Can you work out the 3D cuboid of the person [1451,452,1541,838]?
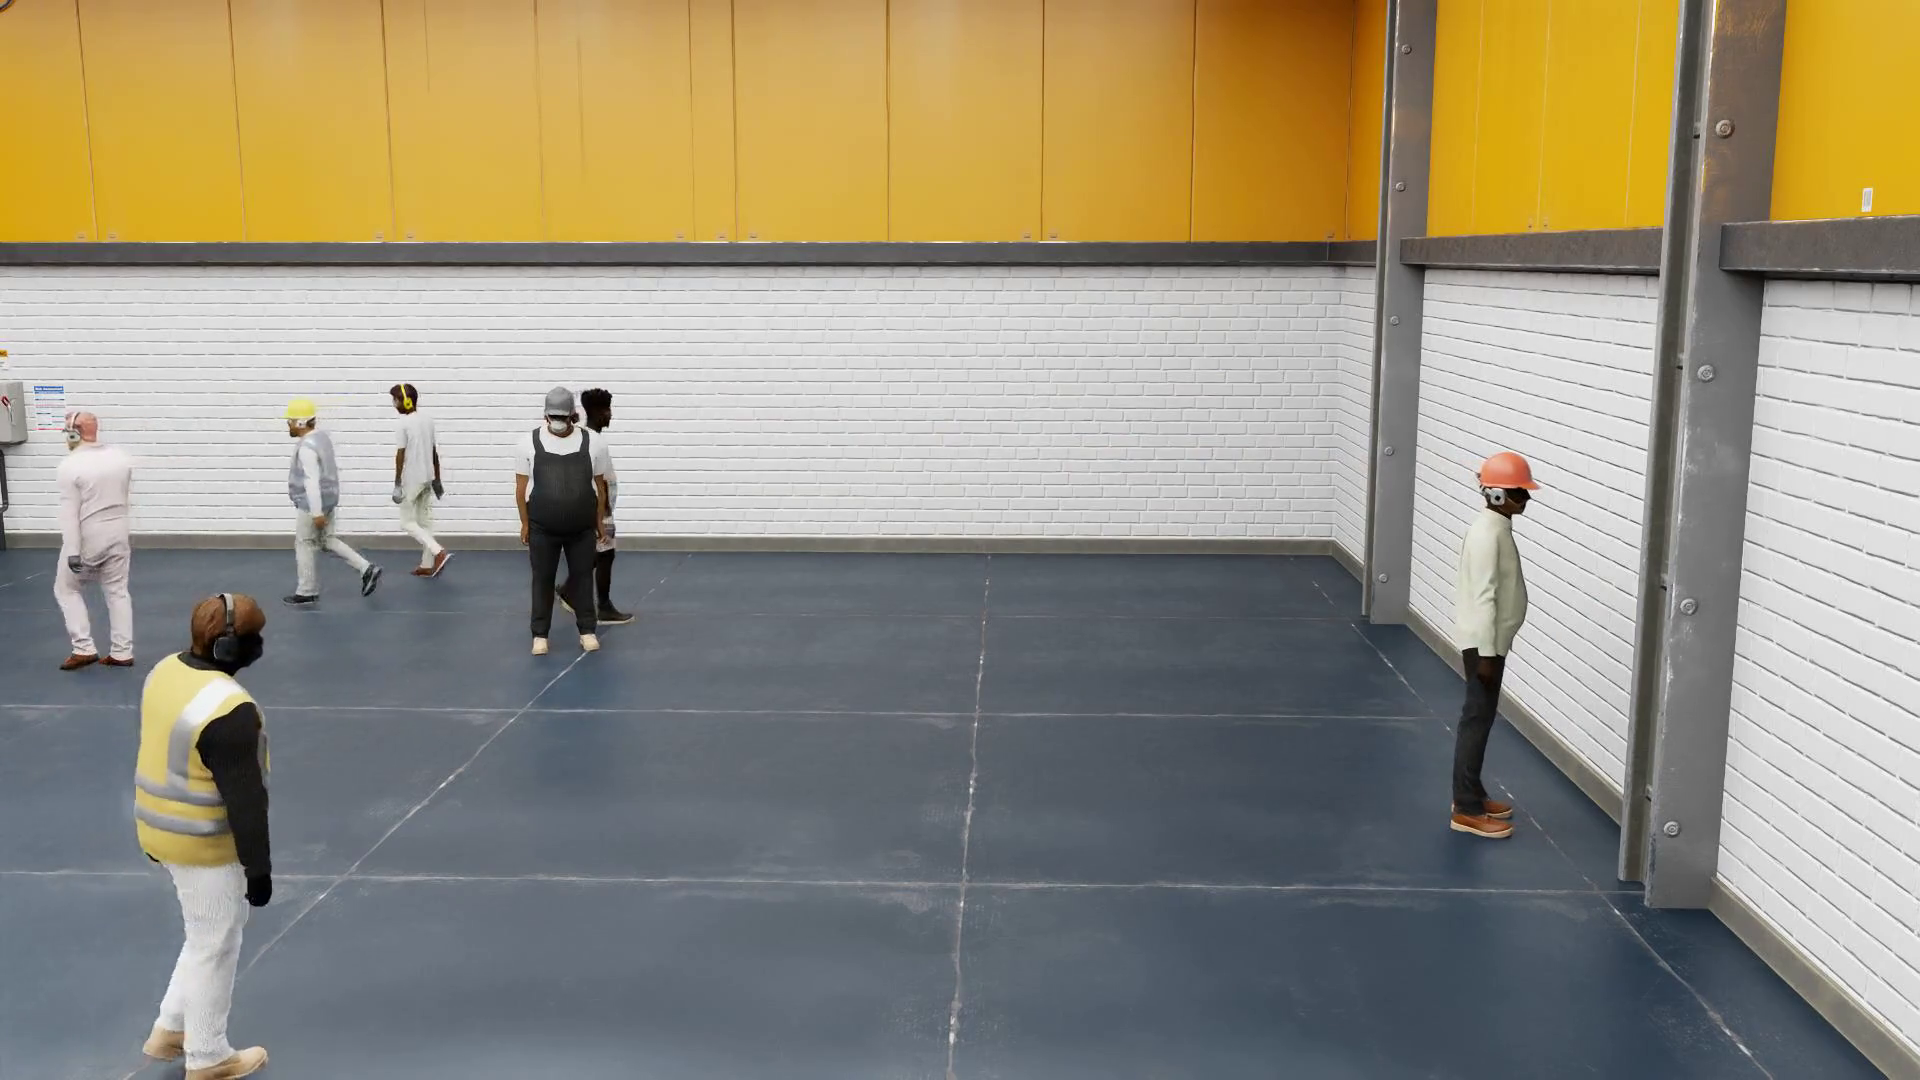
[{"bbox_3d":[2.776,0.530,8.668,0.396,1.992,0.622,4,10,20],"label":"person"}]

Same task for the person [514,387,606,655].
[{"bbox_3d":[-2.989,-0.155,12.545,0.674,2.000,0.535,-3,10,-20],"label":"person"}]

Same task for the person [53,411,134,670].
[{"bbox_3d":[-6.320,0.007,12.065,0.581,1.890,0.647,4,10,21],"label":"person"}]

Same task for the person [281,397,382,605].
[{"bbox_3d":[-5.445,-0.334,14.270,0.750,1.810,0.589,-1,10,-3],"label":"person"}]

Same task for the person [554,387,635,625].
[{"bbox_3d":[-2.982,-0.250,13.441,0.560,1.923,0.607,-4,10,-22],"label":"person"}]

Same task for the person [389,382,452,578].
[{"bbox_3d":[-4.963,-0.532,15.338,0.512,1.848,0.583,4,10,21],"label":"person"}]

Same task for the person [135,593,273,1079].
[{"bbox_3d":[-2.686,1.087,5.962,0.456,1.816,0.670,-9,13,-43],"label":"person"}]
